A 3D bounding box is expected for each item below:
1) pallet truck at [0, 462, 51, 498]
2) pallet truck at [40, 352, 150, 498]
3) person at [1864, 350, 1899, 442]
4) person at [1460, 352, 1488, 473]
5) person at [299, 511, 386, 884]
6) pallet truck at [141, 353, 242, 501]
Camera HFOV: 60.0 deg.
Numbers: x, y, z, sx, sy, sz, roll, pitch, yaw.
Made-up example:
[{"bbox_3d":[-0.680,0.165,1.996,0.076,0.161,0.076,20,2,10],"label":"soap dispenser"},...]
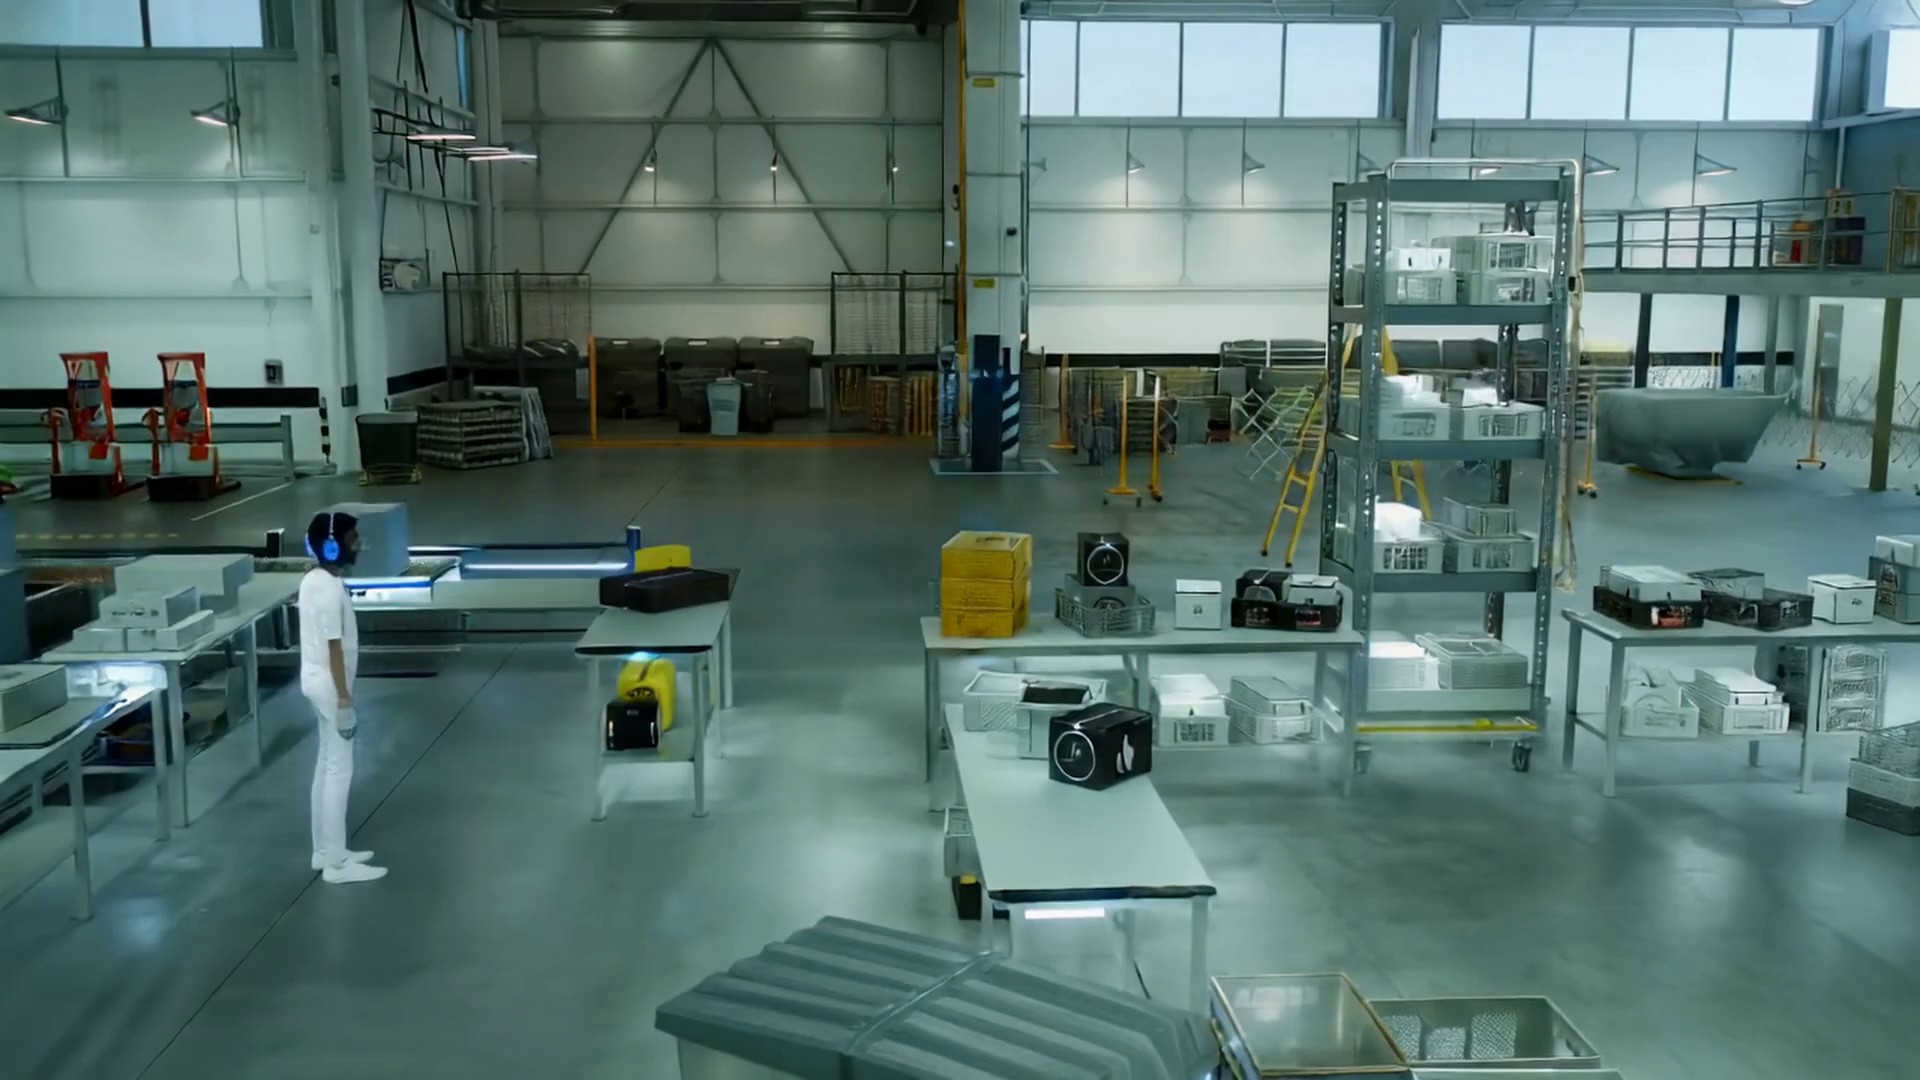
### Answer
[{"bbox_3d":[-13.193,-1.293,23.148,0.653,1.274,1.630,-1,9,-4],"label":"pallet truck"},{"bbox_3d":[-11.907,-1.642,23.165,0.823,1.965,1.885,0,9,0],"label":"pallet truck"},{"bbox_3d":[16.738,-2.725,30.283,0.792,1.898,0.575,-9,13,-44],"label":"person"},{"bbox_3d":[7.863,-1.951,25.500,0.416,1.867,0.620,-6,11,-33],"label":"person"},{"bbox_3d":[-3.133,0.781,8.352,0.309,1.868,0.535,-6,11,-32],"label":"person"},{"bbox_3d":[-10.520,-1.604,22.925,0.823,1.965,1.885,-1,9,-6],"label":"pallet truck"}]
